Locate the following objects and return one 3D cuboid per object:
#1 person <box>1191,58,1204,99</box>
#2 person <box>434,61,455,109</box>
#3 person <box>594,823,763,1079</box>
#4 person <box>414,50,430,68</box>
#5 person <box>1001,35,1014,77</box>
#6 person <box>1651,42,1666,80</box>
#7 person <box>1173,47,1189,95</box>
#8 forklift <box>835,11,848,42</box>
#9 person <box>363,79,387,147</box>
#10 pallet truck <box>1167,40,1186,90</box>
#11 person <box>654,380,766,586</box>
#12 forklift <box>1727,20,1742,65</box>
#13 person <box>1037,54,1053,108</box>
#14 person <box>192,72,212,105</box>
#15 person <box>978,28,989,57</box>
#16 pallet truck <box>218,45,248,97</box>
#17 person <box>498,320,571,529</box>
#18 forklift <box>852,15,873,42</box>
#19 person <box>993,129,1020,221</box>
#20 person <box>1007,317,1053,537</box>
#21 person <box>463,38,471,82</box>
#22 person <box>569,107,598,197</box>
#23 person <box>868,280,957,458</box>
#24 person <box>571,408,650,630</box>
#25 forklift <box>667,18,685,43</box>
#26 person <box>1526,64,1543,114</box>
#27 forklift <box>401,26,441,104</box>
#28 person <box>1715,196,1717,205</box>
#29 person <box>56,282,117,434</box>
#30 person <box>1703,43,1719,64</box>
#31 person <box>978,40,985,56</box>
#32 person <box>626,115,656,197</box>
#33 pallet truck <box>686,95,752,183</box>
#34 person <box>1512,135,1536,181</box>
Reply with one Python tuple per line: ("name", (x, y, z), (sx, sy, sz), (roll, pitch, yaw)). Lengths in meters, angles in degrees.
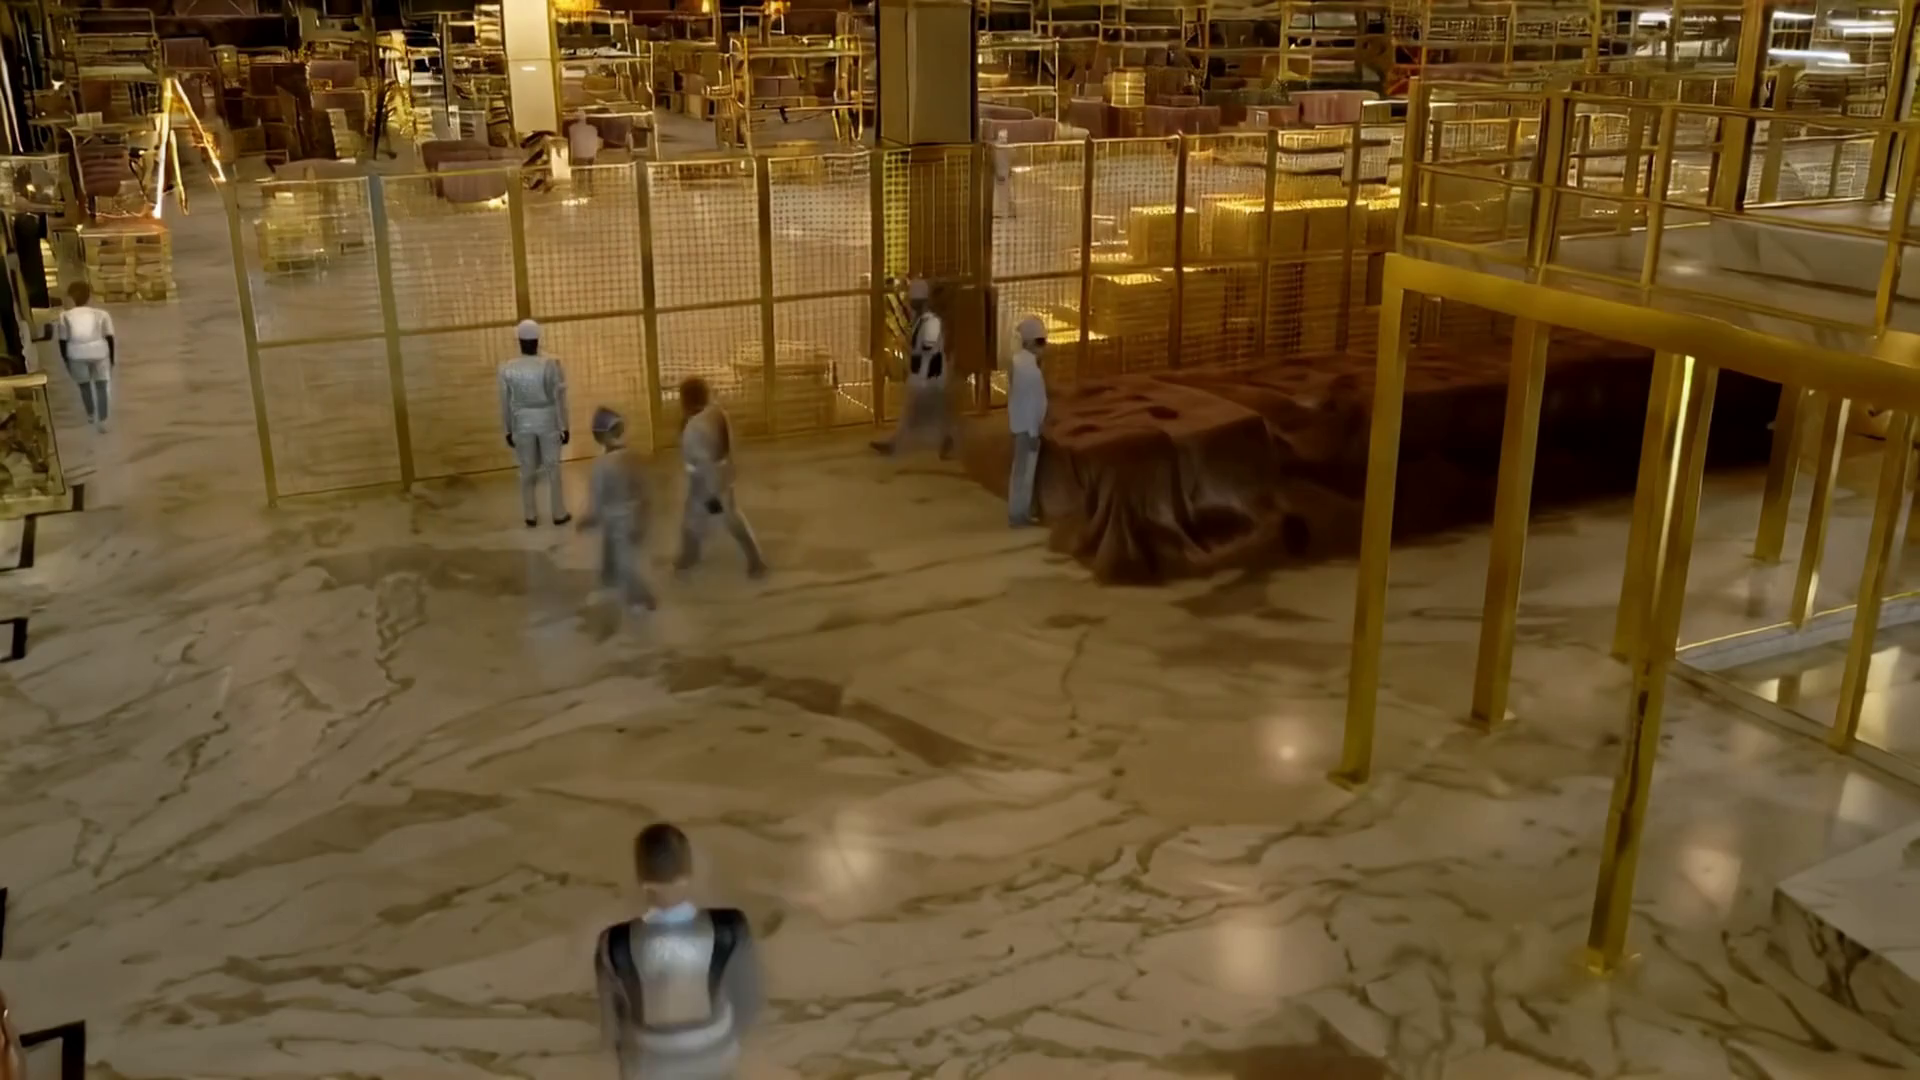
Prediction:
("person", (8.808, -16.995, 61.723), (0.535, 1.697, 0.318), (-10, 21, -26))
("person", (-18.694, -16.361, 59.879), (0.504, 1.688, 0.895), (13, 23, 34))
("person", (-1.056, 1.998, 6.341), (0.611, 1.919, 0.863), (-2, 19, -7))
("person", (-21.202, -18.387, 65.445), (0.651, 1.920, 0.522), (-12, 23, -32))
("person", (2.244, -22.595, 77.631), (0.652, 1.906, 0.812), (-6, 20, -18))
("person", (31.280, -21.388, 74.404), (0.524, 1.728, 0.866), (-8, 21, -22))
("person", (8.896, -18.748, 66.551), (0.673, 1.855, 0.960), (-10, 21, -26))
("forklift", (-5.921, -25.011, 83.172), (1.873, 2.768, 1.129), (-9, 21, -25))
("person", (-16.795, -12.232, 47.647), (0.388, 1.883, 0.580), (6, 20, 17))
("pallet truck", (9.045, -19.971, 69.895), (0.823, 1.965, 1.885), (-3, 19, -8))
("person", (-2.060, -0.456, 13.654), (0.942, 1.798, 0.637), (4, 19, 11))
("forklift", (32.048, -20.053, 68.800), (1.873, 2.768, 1.129), (13, 23, 34))
("person", (3.115, -16.828, 60.973), (0.598, 1.885, 0.943), (1, 19, 2))
("person", (-28.376, -17.066, 62.078), (0.864, 1.590, 0.529), (5, 20, 14))
("person", (1.237, -24.964, 84.438), (0.635, 1.948, 0.771), (18, 26, 41))
("pallet truck", (-28.879, -18.665, 66.111), (0.823, 1.965, 1.885), (-3, 19, -9))
("person", (-3.858, -1.048, 15.144), (0.587, 1.929, 0.361), (-3, 19, -7))
("forklift", (-4.410, -22.509, 75.919), (1.129, 2.768, 1.873), (-10, 21, -26))
("person", (0.904, -7.321, 33.468), (0.523, 1.839, 0.798), (-17, 25, -41))
("person", (0.626, -1.027, 14.984), (0.396, 1.992, 0.622), (-4, 19, -10))
("person", (-21.716, -21.160, 73.462), (0.418, 1.921, 0.609), (-4, 19, -11))
("person", (-8.379, -8.636, 37.060), (0.640, 1.974, 0.584), (1, 19, 1))
("person", (-0.451, -1.750, 17.242), (0.994, 1.881, 0.573), (-8, 20, -21))
("person", (-2.745, -0.174, 12.922), (0.880, 1.725, 0.535), (10, 22, 28))
("forklift", (-12.241, -21.122, 71.897), (1.873, 2.768, 1.129), (-13, 23, -34))
("person", (20.086, -15.732, 58.063), (0.538, 1.697, 0.318), (14, 23, 35))
("forklift", (-20.470, -17.640, 61.806), (1.873, 2.768, 1.129), (-9, 21, -25))
("person", (13.029, -5.485, 28.002), (0.627, 1.934, 0.372), (8, 21, 23))
("person", (-9.638, -2.032, 18.410), (0.550, 1.643, 0.877), (-10, 21, -26))
("person", (31.361, -19.784, 69.512), (0.664, 1.887, 0.468), (0, 19, 0))
("person", (0.984, -22.790, 78.641), (0.388, 1.615, 0.551), (-1, 19, -3))
("person", (-7.059, -8.524, 36.986), (0.661, 1.811, 0.833), (-1, 19, -3))
("pallet truck", (-5.836, -9.608, 39.856), (0.823, 1.965, 1.885), (10, 22, 27))
("person", (10.462, -6.540, 31.004), (1.061, 1.981, 0.716), (-16, 25, -39))
